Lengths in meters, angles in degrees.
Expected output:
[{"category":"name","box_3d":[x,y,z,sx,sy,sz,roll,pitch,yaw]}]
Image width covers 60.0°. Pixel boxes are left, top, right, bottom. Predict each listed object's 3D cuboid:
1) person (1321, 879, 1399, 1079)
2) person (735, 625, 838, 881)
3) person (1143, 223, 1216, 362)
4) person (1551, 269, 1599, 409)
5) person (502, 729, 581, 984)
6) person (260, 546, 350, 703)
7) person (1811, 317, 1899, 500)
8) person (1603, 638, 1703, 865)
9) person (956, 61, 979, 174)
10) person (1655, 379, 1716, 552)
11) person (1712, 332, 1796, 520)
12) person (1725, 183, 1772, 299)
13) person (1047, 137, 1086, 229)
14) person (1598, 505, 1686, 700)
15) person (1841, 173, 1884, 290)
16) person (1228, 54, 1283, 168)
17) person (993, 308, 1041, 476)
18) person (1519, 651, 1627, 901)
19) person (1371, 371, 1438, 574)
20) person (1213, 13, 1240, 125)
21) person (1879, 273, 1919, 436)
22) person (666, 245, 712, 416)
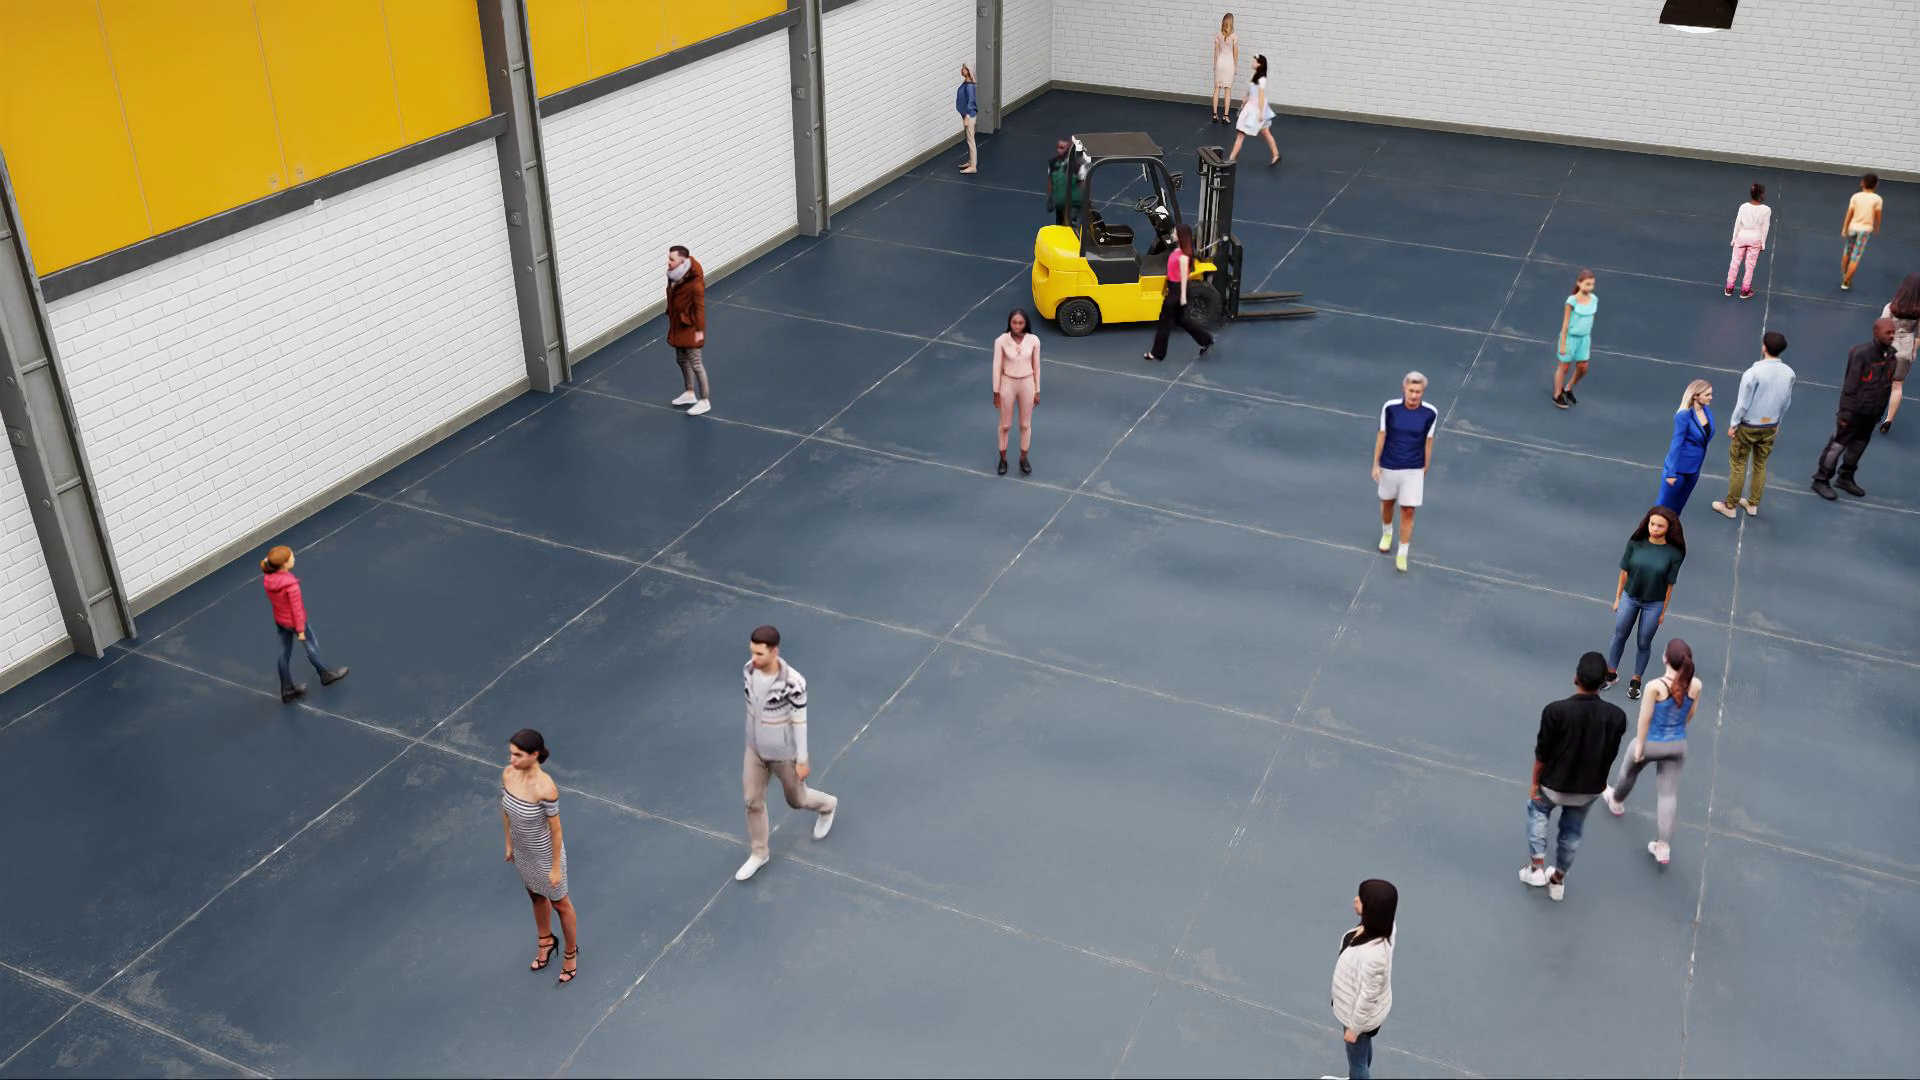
[{"category":"person","box_3d":[2.212,2.518,9.102,0.707,1.638,0.531,8,30,14]},{"category":"person","box_3d":[-1.170,1.335,11.049,0.806,1.850,1.157,18,33,30]},{"category":"person","box_3d":[2.541,-2.781,18.822,0.845,1.633,1.037,4,29,6]},{"category":"person","box_3d":[6.540,-2.177,17.801,0.656,1.550,0.703,-5,29,-8]},{"category":"person","box_3d":[-2.530,1.898,10.046,0.618,1.822,0.564,17,33,28]},{"category":"person","box_3d":[-5.229,0.669,12.849,0.589,1.297,0.790,17,33,28]},{"category":"person","box_3d":[8.580,-1.280,15.878,0.777,1.817,0.832,-9,30,-16]},{"category":"person","box_3d":[4.741,1.426,11.172,0.860,1.574,1.134,0,29,0]},{"category":"person","box_3d":[0.137,-6.525,25.617,0.768,1.697,0.666,-3,29,-5]},{"category":"person","box_3d":[6.423,-0.644,14.835,0.657,1.698,0.768,-18,33,-30]},{"category":"person","box_3d":[7.419,-1.068,15.498,0.762,1.809,0.779,-5,29,-10]},{"category":"person","box_3d":[9.874,-3.762,20.814,0.587,1.447,0.541,19,34,31]},{"category":"person","box_3d":[1.427,-4.333,21.496,0.827,1.796,1.106,21,35,33]},{"category":"person","box_3d":[5.291,0.465,12.888,0.631,1.617,0.633,18,33,29]},{"category":"person","box_3d":[11.366,-3.881,21.048,0.687,1.431,0.973,22,36,35]},{"category":"person","box_3d":[4.630,-6.526,25.557,1.111,1.758,1.255,-2,29,-4]},{"category":"person","box_3d":[0.558,-1.461,16.311,0.697,1.719,0.700,-3,29,-6]},{"category":"person","box_3d":[3.933,1.581,10.659,0.765,1.792,0.731,5,29,9]},{"category":"person","box_3d":[3.930,-0.698,14.817,0.708,1.811,1.009,9,30,16]},{"category":"person","box_3d":[4.475,-7.989,28.164,0.585,1.829,0.508,15,32,25]},{"category":"person","box_3d":[9.605,-1.906,17.100,0.638,1.746,0.588,6,29,10]},{"category":"person","box_3d":[-2.887,-2.245,17.628,0.831,1.835,0.811,-23,36,-36]}]
